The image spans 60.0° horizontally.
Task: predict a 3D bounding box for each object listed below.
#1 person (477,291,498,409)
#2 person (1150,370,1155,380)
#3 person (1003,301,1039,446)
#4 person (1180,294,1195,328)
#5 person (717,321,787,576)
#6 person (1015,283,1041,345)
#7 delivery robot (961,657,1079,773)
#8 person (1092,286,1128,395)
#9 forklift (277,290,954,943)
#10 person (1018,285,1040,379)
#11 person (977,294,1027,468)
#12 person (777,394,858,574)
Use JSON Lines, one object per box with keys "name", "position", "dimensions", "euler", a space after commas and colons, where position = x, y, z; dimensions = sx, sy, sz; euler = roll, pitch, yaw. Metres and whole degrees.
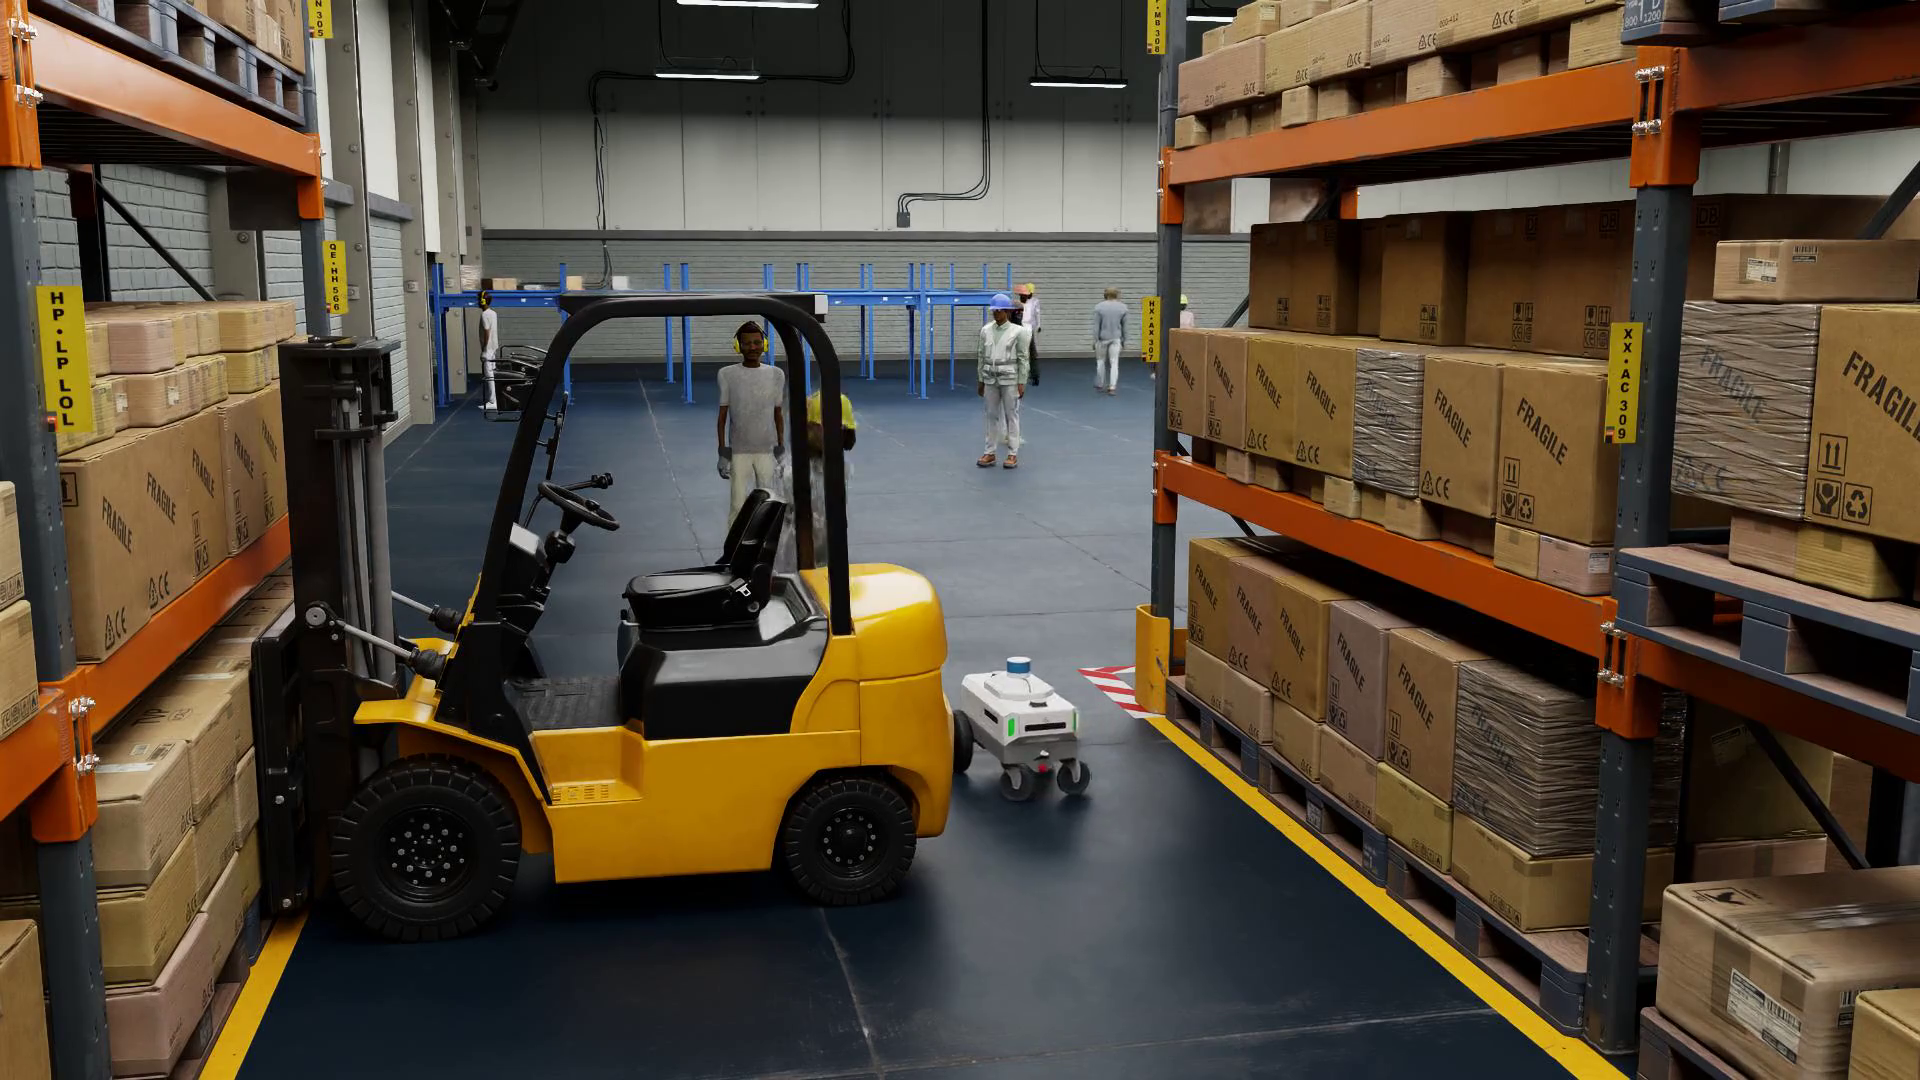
{"name": "person", "position": [-7.541, -3.029, 26.533], "dimensions": [0.313, 1.869, 0.538], "euler": [0, 9, 3]}
{"name": "person", "position": [4.159, -3.920, 32.616], "dimensions": [0.875, 1.656, 0.534], "euler": [5, 11, 28]}
{"name": "person", "position": [0.742, -2.079, 20.890], "dimensions": [0.661, 1.815, 0.783], "euler": [-6, 11, -33]}
{"name": "person", "position": [4.082, -3.674, 30.790], "dimensions": [0.539, 1.750, 0.578], "euler": [-5, 10, -26]}
{"name": "person", "position": [-1.478, -0.616, 11.822], "dimensions": [0.510, 1.872, 0.328], "euler": [-3, 10, -20]}
{"name": "person", "position": [1.530, -4.900, 37.896], "dimensions": [0.730, 1.875, 0.681], "euler": [-3, 10, -19]}
{"name": "delivery robot", "position": [0.256, 0.757, 7.293], "dimensions": [0.477, 0.478, 0.707], "euler": [-3, 10, -17]}
{"name": "person", "position": [2.640, -3.558, 29.646], "dimensions": [0.659, 1.899, 0.968], "euler": [-1, 9, -8]}
{"name": "forklift", "position": [-1.179, 0.175, 6.143], "dimensions": [2.313, 2.155, 1.214], "euler": [-2, 10, -12]}
{"name": "person", "position": [1.273, -4.234, 33.851], "dimensions": [0.567, 1.883, 1.014], "euler": [-6, 11, -31]}
{"name": "person", "position": [0.466, -1.795, 18.768], "dimensions": [0.602, 1.949, 0.396], "euler": [5, 11, 30]}
{"name": "person", "position": [-0.698, 0.126, 7.894], "dimensions": [0.925, 1.678, 0.516], "euler": [7, 11, 35]}
